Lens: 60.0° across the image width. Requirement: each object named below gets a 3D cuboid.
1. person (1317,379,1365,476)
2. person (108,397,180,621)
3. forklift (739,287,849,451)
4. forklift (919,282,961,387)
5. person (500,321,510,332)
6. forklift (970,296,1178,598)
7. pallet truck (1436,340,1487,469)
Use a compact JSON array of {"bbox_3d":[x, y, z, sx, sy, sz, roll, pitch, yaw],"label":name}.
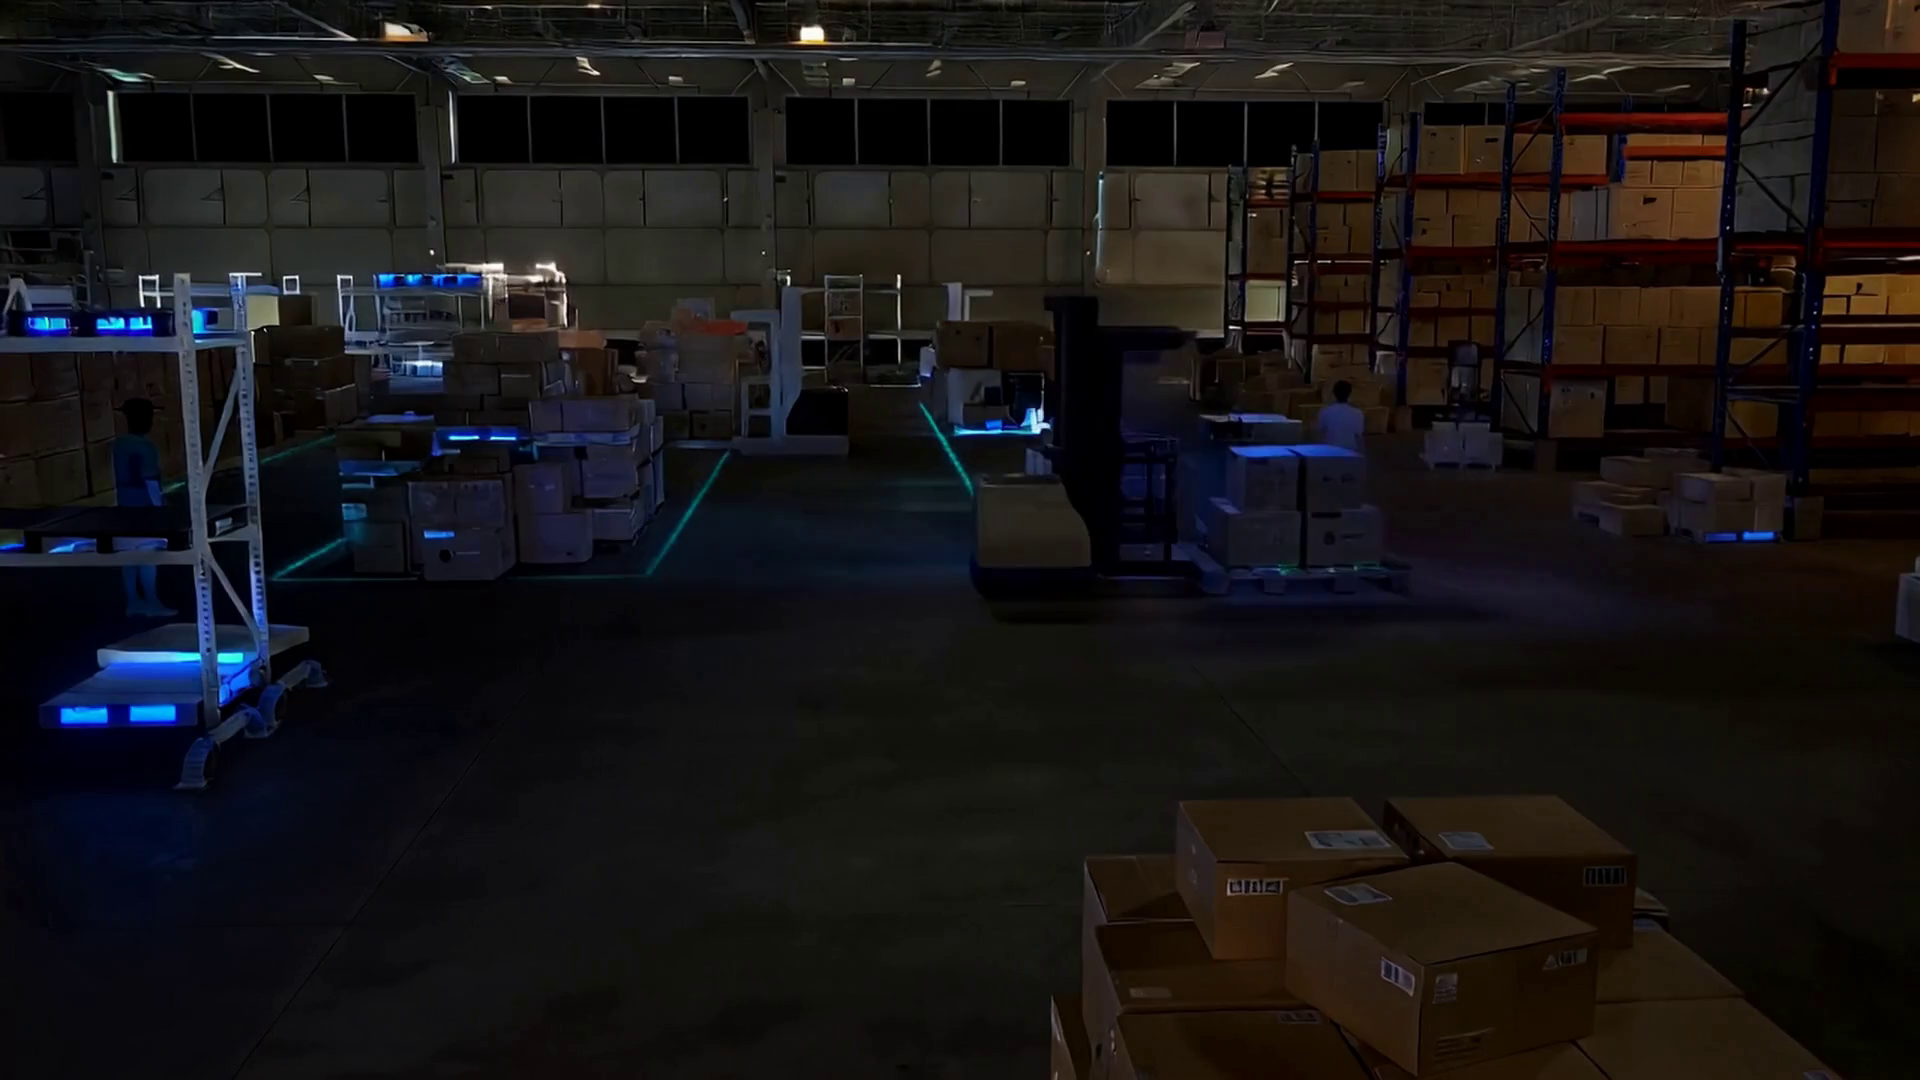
[{"bbox_3d":[4.343,-0.916,19.001,0.576,1.845,0.584,3,9,16],"label":"person"},{"bbox_3d":[-7.192,-0.274,14.615,0.613,1.962,0.361,6,11,33],"label":"person"},{"bbox_3d":[-2.857,-2.959,28.607,1.873,2.768,1.129,-1,9,-4],"label":"forklift"},{"bbox_3d":[-0.169,-5.567,44.988,1.873,2.768,1.129,-1,9,-4],"label":"forklift"},{"bbox_3d":[-11.092,-4.360,40.498,0.672,1.901,0.515,4,10,23],"label":"person"},{"bbox_3d":[1.061,-0.919,15.799,1.873,2.768,1.129,-1,9,-4],"label":"forklift"},{"bbox_3d":[8.004,-2.170,26.422,0.823,1.965,1.885,2,9,14],"label":"pallet truck"}]
